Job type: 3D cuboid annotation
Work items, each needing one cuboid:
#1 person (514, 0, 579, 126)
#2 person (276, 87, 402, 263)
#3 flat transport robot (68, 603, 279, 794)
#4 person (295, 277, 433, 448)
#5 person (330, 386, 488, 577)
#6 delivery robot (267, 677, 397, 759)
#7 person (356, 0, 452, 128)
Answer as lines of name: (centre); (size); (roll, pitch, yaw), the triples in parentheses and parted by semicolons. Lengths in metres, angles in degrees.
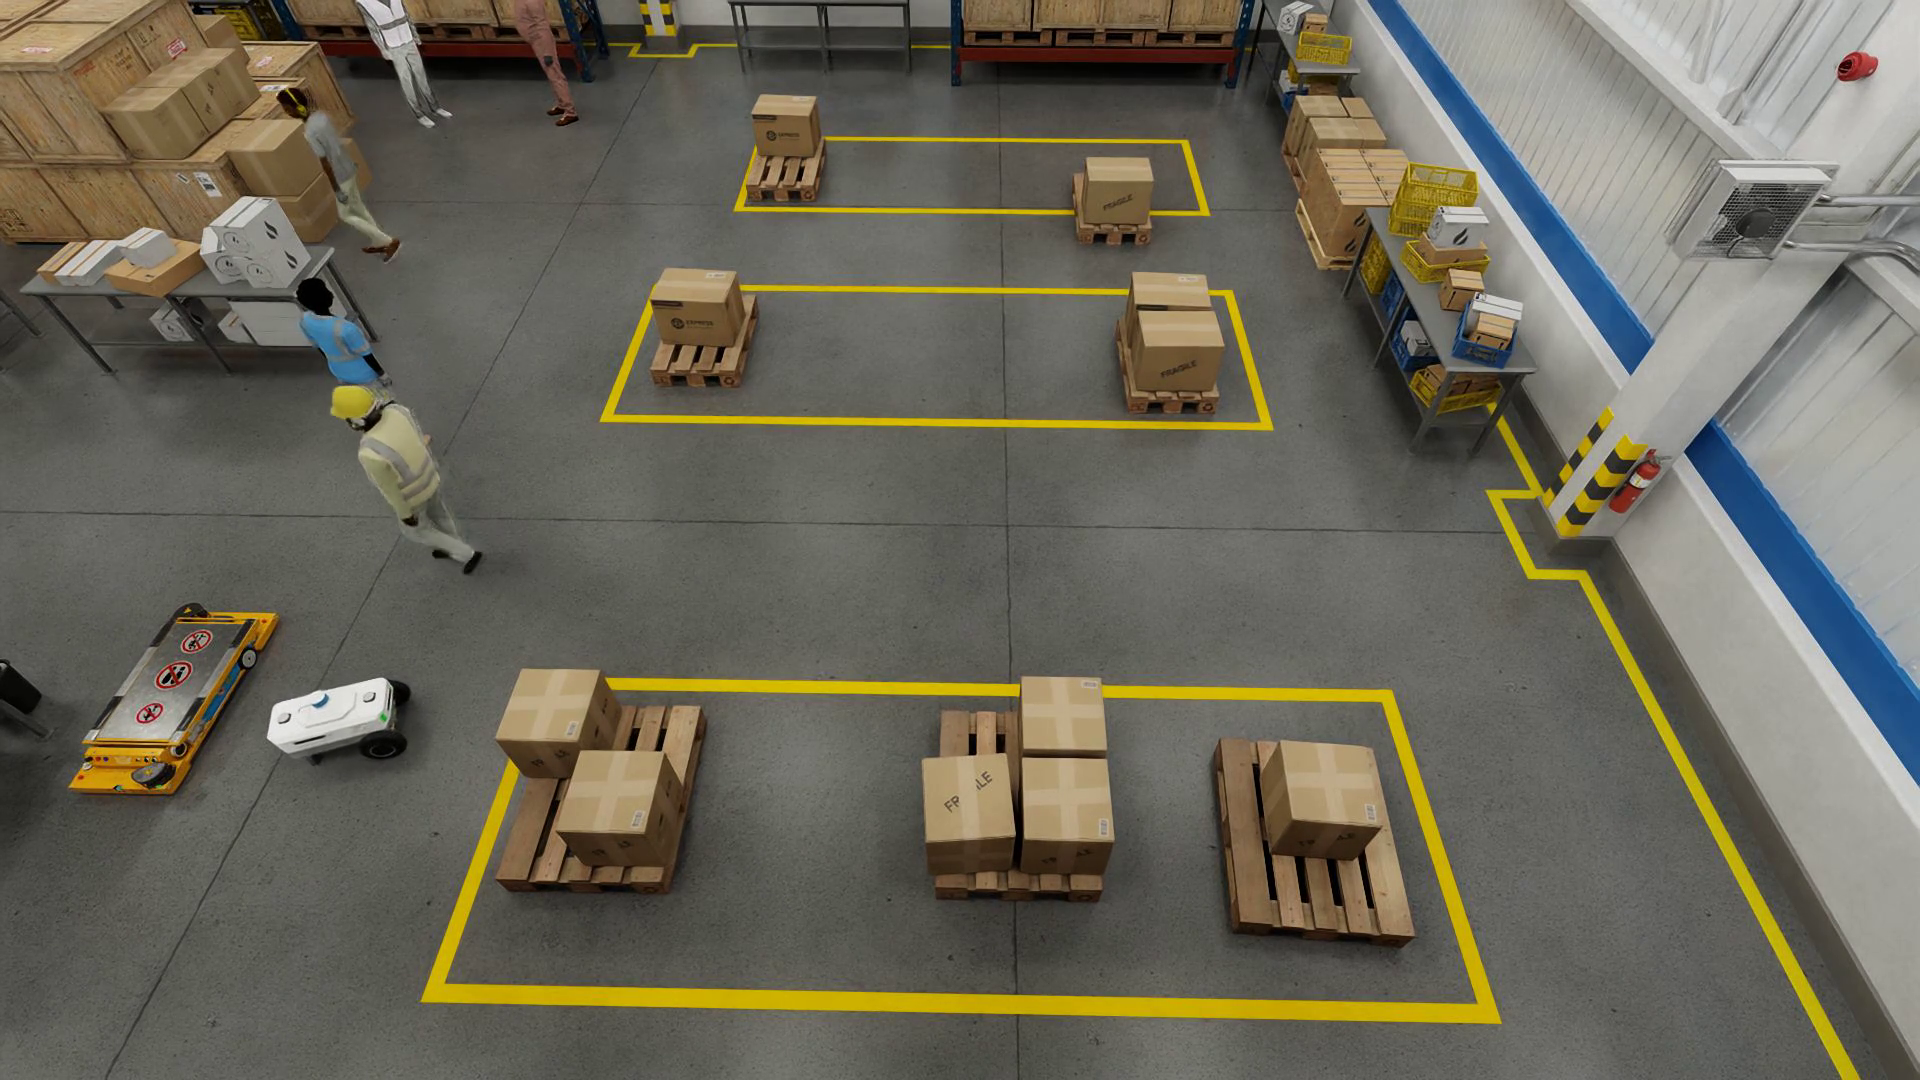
person: (-5.318, -6.268, 11.592); (0.402, 1.904, 0.638); (-24, 54, -19)
person: (-6.411, -3.777, 9.523); (0.469, 1.852, 0.565); (-2, 50, -2)
flat transport robot: (-5.504, 1.072, 6.442); (0.652, 0.197, 1.431); (1, 50, 1)
person: (-4.990, -1.410, 7.613); (0.540, 1.695, 0.317); (14, 51, 11)
person: (-3.988, -0.408, 6.686); (0.475, 1.817, 0.606); (0, 50, 0)
delivery robot: (-4.171, 1.172, 6.113); (0.707, 0.478, 0.477); (-14, 51, -11)
person: (-7.075, -6.244, 11.570); (0.397, 1.911, 0.578); (21, 53, 17)
